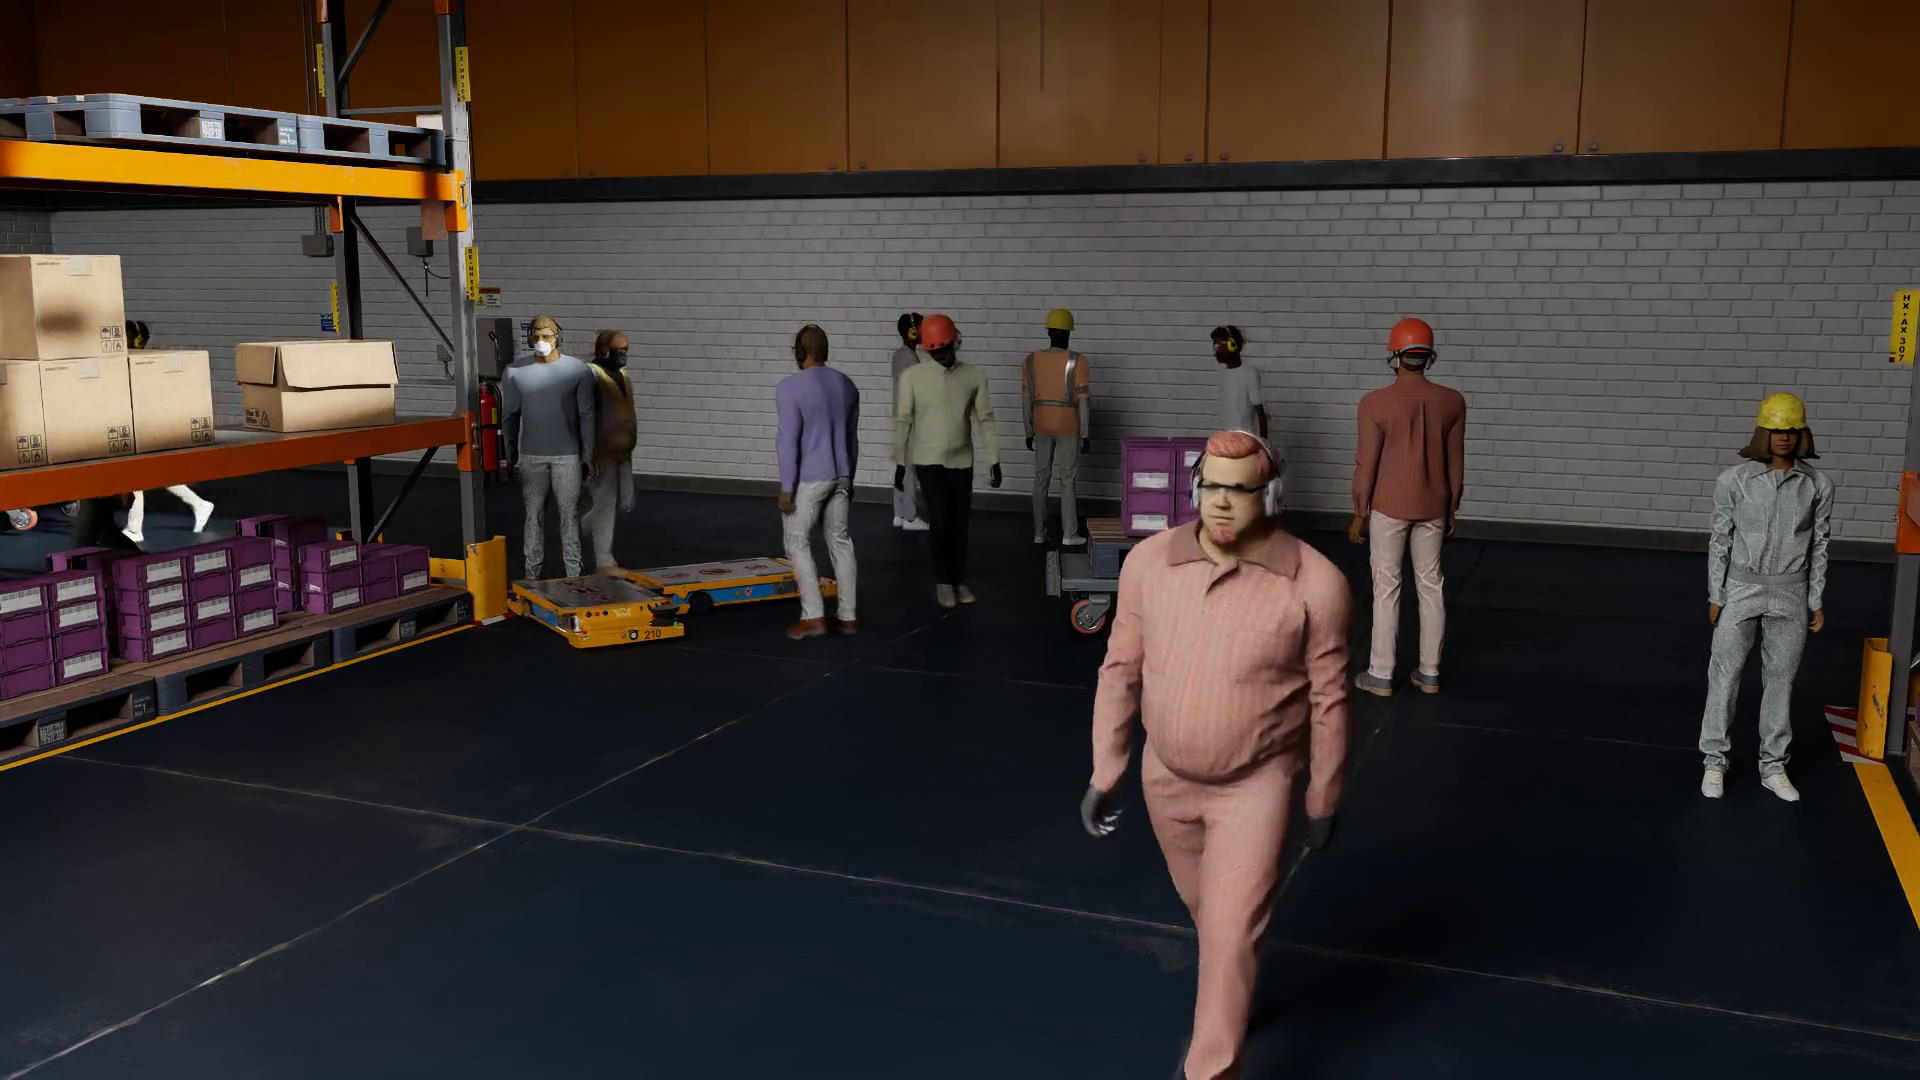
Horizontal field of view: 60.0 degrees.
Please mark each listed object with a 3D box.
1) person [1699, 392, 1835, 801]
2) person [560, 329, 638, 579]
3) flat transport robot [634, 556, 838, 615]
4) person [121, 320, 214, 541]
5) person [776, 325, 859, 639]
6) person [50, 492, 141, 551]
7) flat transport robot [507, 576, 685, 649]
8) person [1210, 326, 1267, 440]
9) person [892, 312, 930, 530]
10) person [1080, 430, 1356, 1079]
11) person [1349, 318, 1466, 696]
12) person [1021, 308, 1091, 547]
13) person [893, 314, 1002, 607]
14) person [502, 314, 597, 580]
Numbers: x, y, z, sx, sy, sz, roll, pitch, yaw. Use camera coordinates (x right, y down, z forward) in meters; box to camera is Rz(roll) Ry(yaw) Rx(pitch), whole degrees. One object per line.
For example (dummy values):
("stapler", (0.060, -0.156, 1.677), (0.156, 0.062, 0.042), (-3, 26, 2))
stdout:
("person", (3.425, 0.245, 7.059), (0.484, 1.744, 0.295), (2, 9, 9))
("person", (-2.637, -0.625, 12.115), (0.596, 1.815, 0.686), (2, 10, 14))
("flat transport robot", (-1.572, 0.296, 11.197), (1.431, 0.197, 0.652), (-6, 11, -31))
("person", (-6.692, -0.912, 13.806), (0.856, 1.841, 0.516), (-9, 13, -42))
("person", (-0.851, -0.355, 10.219), (0.493, 1.912, 0.649), (8, 12, 41))
("person", (-5.566, -0.398, 10.785), (0.516, 1.810, 0.934), (5, 11, 28))
("flat transport robot", (-2.311, 0.421, 10.439), (0.652, 0.197, 1.431), (-6, 11, -32))
("person", (2.175, -0.683, 12.470), (0.496, 1.828, 0.674), (-6, 11, -31))
("person", (-0.412, -1.018, 14.325), (0.328, 1.874, 0.512), (-4, 10, -21))
("person", (0.693, 0.626, 4.429), (0.638, 1.858, 1.012), (6, 11, 32))
("person", (2.356, -0.167, 8.790), (0.611, 1.995, 0.381), (-2, 10, -10))
("person", (0.788, -0.903, 13.457), (0.590, 1.927, 0.367), (4, 10, 24))
("person", (-0.067, -0.513, 11.014), (0.714, 1.946, 0.576), (-3, 10, -19))
("person", (-2.811, -0.571, 11.410), (0.638, 1.938, 0.357), (-1, 9, -8))
